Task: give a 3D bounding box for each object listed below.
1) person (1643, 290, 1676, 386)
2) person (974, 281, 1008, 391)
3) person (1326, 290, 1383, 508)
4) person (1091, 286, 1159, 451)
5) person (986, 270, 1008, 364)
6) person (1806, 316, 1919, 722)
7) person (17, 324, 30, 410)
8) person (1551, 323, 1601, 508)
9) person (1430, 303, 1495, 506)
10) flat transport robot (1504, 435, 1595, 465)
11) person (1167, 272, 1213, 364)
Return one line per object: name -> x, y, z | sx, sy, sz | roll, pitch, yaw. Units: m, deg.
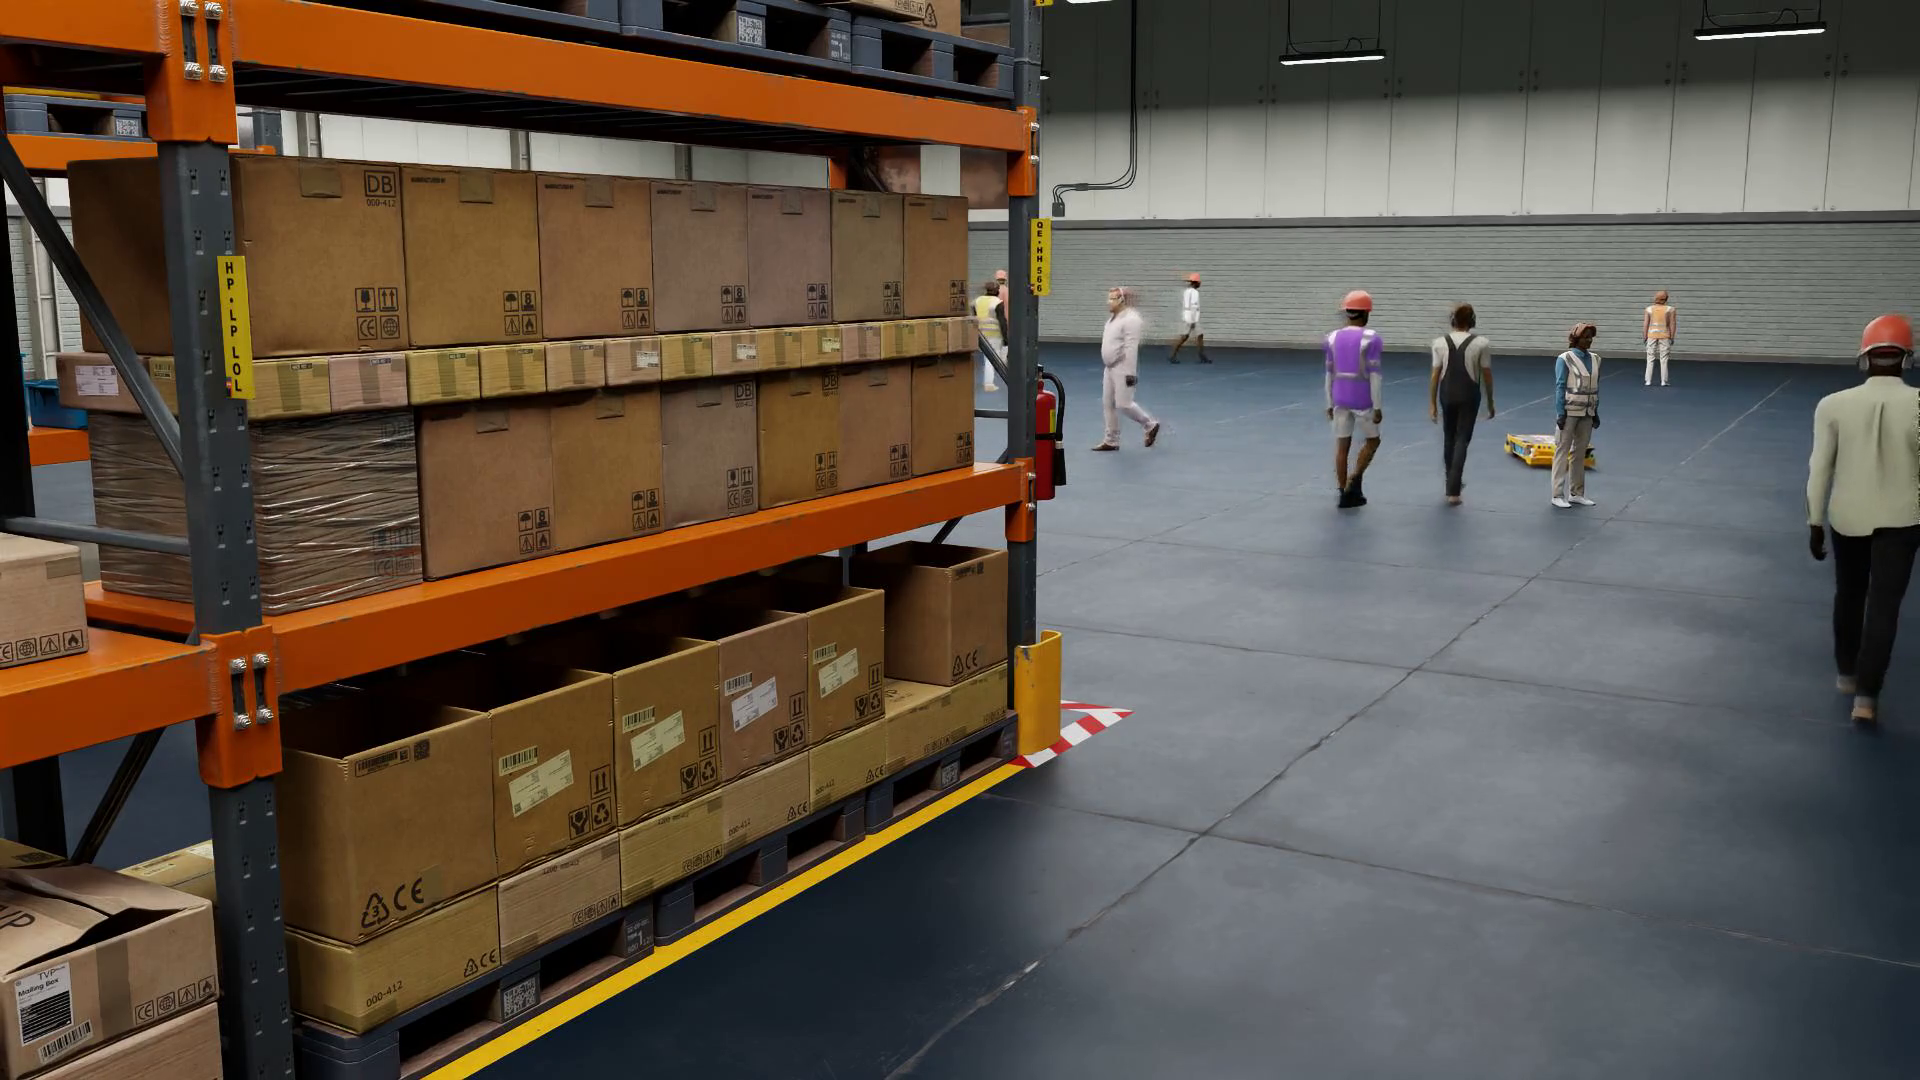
person -> 11.975, -3.449, 28.507 | 0.515, 1.639, 0.314 | 6, 11, 32
person -> 0.570, -3.374, 27.548 | 0.593, 1.823, 0.642 | -9, 13, -43
person -> 3.493, -1.234, 14.689 | 0.567, 1.926, 0.400 | 9, 13, 43
person -> 1.886, -1.945, 18.980 | 0.674, 1.893, 0.647 | -4, 10, -20
person -> 0.784, -4.201, 31.949 | 0.622, 1.972, 0.823 | 0, 10, -2
person -> 4.486, -0.115, 8.134 | 0.615, 1.946, 1.042 | 7, 12, 36
person -> -13.662, -2.614, 23.745 | 0.510, 1.597, 0.832 | 2, 10, 11
person -> 5.486, -1.109, 14.805 | 0.514, 1.641, 0.308 | -5, 11, -29
person -> 4.571, -1.238, 15.087 | 0.517, 1.798, 0.952 | 7, 12, 34
flat transport robot -> 6.419, -0.997, 18.153 | 0.652, 0.197, 1.431 | 1, 10, 7
person -> 4.746, -4.588, 34.423 | 0.962, 1.903, 0.555 | -2, 10, -13
